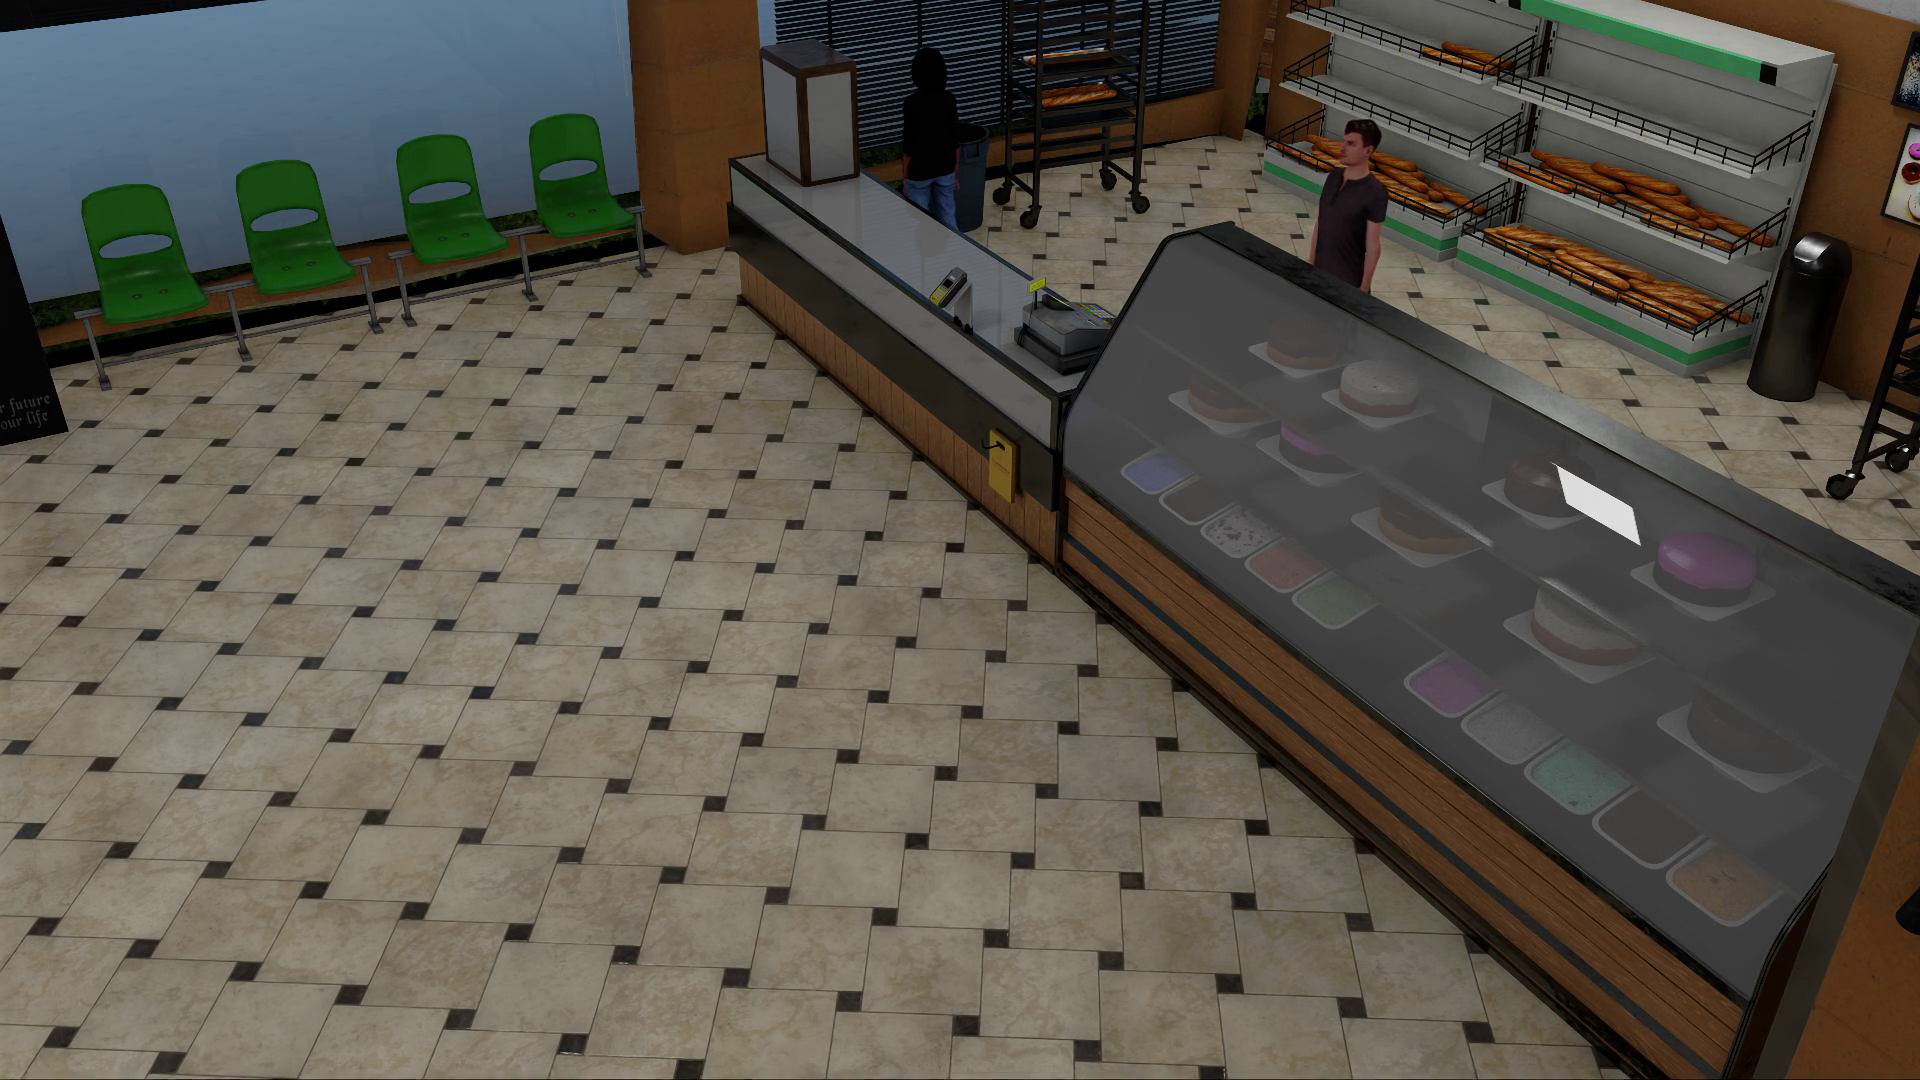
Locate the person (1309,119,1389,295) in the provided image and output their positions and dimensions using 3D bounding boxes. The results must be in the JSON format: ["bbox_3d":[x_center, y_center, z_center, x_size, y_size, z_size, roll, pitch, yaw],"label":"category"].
[{"bbox_3d":[2.142,-1.456,9.331,0.527,1.853,0.643,-17,36,-25],"label":"person"}]

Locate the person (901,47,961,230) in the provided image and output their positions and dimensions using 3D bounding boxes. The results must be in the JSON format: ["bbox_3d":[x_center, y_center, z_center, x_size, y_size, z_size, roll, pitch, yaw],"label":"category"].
[{"bbox_3d":[-0.200,-2.403,10.997,0.518,1.701,0.662,-12,34,-18],"label":"person"}]
